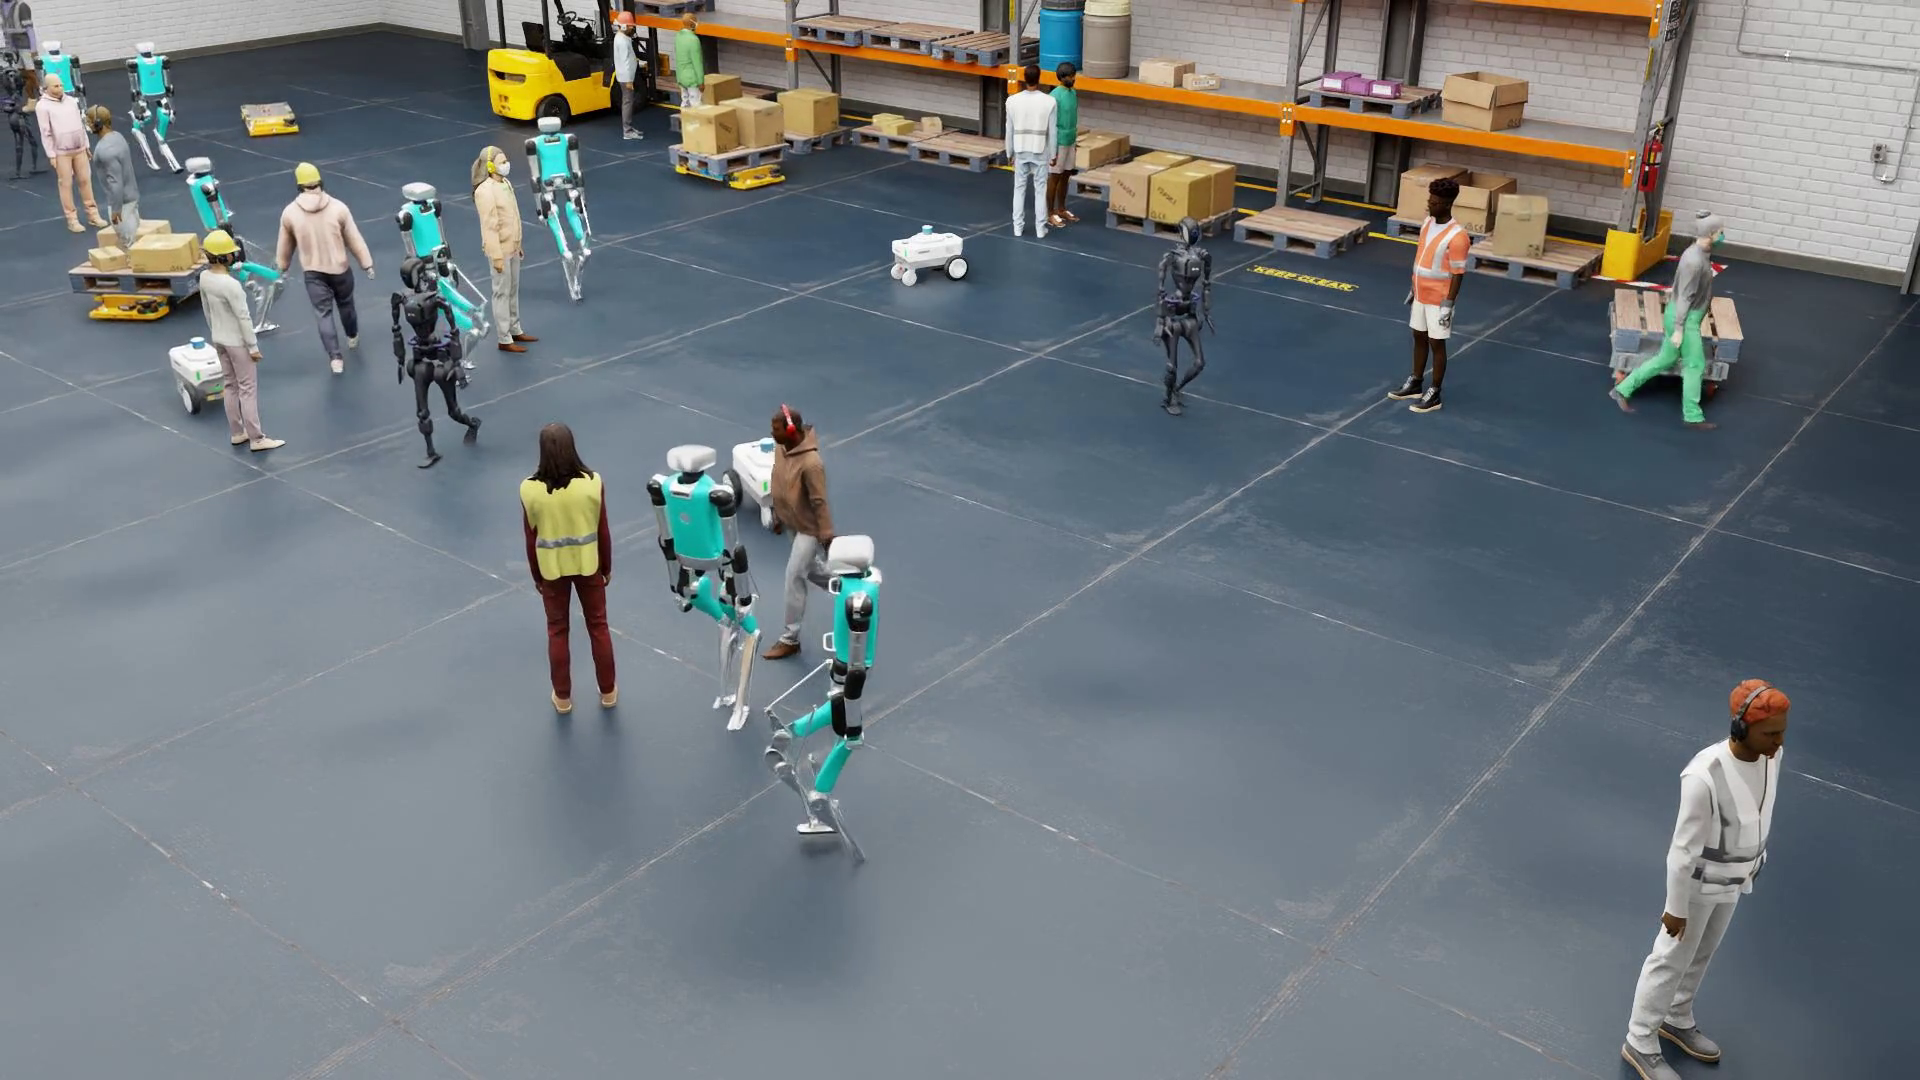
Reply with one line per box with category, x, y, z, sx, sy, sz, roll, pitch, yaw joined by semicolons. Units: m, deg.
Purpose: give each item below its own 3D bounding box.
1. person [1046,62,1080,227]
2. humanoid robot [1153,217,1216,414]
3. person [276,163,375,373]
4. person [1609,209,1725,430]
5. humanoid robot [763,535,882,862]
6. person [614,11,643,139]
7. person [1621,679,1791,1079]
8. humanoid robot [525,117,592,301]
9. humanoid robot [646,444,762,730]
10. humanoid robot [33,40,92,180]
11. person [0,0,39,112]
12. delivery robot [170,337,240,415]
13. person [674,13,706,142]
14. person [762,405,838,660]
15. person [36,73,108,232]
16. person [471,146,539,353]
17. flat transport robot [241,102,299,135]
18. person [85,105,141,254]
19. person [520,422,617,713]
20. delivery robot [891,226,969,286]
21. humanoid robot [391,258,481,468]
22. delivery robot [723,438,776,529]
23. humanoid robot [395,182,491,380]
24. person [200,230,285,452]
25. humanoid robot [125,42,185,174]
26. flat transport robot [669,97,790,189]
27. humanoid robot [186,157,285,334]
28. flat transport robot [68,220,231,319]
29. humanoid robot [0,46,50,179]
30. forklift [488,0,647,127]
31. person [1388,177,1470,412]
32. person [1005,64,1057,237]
person;1.177;-4.583;19.245;0.383;1.848;0.508;17;31;31
humanoid robot;1.841;-1.857;13.783;0.599;1.649;0.350;-14;29;-27
person;-5.703;-2.481;14.934;0.814;1.808;0.992;-8;27;-17
person;5.876;-1.825;13.590;0.865;1.814;0.541;11;28;22
humanoid robot;-0.725;0.836;8.211;0.749;1.839;0.545;-2;26;-5
person;-4.673;-6.547;23.434;0.352;1.742;0.572;-6;26;-12
person;3.077;1.398;6.819;0.583;1.882;0.337;-18;31;-32
humanoid robot;-3.968;-3.243;16.727;0.543;1.887;0.789;-11;28;-22
humanoid robot;-1.335;0.235;9.434;0.548;1.822;0.732;11;28;22
humanoid robot;-11.506;-5.545;21.392;0.549;1.780;0.876;-14;29;-27
person;-14.065;-7.387;24.859;0.693;2.017;0.443;12;28;24
delivery robot;-6.439;-1.414;14.192;0.499;0.614;0.808;-21;33;-36
person;-3.725;-6.381;23.054;0.385;1.780;0.551;-20;32;-36
person;-0.913;-0.103;10.236;0.780;1.611;0.495;-19;31;-34
person;-10.218;-4.437;19.029;0.412;1.776;0.536;14;29;27
person;-4.203;-2.666;15.248;0.412;1.877;0.553;3;26;6
flat transport robot;-10.114;-6.164;24.336;0.659;0.231;1.431;-12;28;-23
person;-8.384;-3.369;16.630;0.353;1.937;0.632;-7;27;-13
person;-2.212;0.179;9.483;0.470;1.764;0.365;-7;27;-14
delivery robot;-0.323;-2.989;17.449;0.813;0.609;0.499;-13;29;-25
humanoid robot;-4.071;-1.416;12.925;0.612;1.646;0.681;7;27;13
delivery robot;-1.407;-0.455;12.192;0.499;0.602;0.801;-12;28;-24
humanoid robot;-4.378;-2.207;14.356;0.722;1.723;0.532;8;27;16
person;-5.691;-1.564;13.087;0.533;1.767;0.312;18;31;32
humanoid robot;-10.361;-5.495;21.269;1.013;1.735;0.531;23;34;40
flat transport robot;-2.968;-4.778;21.467;1.431;0.231;0.659;23;34;39
humanoid robot;-6.660;-2.679;15.529;0.781;1.851;0.533;-20;32;-35
flat transport robot;-8.098;-2.525;16.800;0.659;0.231;1.431;2;26;4
humanoid robot;-12.064;-5.476;21.300;0.512;1.638;0.584;-14;29;-27
forklift;-5.874;-7.334;24.552;1.214;2.155;2.313;19;32;34
person;3.935;-2.045;13.857;0.368;1.966;0.606;-8;27;-17
person;0.799;-4.371;18.739;0.587;1.911;0.399;6;26;12
